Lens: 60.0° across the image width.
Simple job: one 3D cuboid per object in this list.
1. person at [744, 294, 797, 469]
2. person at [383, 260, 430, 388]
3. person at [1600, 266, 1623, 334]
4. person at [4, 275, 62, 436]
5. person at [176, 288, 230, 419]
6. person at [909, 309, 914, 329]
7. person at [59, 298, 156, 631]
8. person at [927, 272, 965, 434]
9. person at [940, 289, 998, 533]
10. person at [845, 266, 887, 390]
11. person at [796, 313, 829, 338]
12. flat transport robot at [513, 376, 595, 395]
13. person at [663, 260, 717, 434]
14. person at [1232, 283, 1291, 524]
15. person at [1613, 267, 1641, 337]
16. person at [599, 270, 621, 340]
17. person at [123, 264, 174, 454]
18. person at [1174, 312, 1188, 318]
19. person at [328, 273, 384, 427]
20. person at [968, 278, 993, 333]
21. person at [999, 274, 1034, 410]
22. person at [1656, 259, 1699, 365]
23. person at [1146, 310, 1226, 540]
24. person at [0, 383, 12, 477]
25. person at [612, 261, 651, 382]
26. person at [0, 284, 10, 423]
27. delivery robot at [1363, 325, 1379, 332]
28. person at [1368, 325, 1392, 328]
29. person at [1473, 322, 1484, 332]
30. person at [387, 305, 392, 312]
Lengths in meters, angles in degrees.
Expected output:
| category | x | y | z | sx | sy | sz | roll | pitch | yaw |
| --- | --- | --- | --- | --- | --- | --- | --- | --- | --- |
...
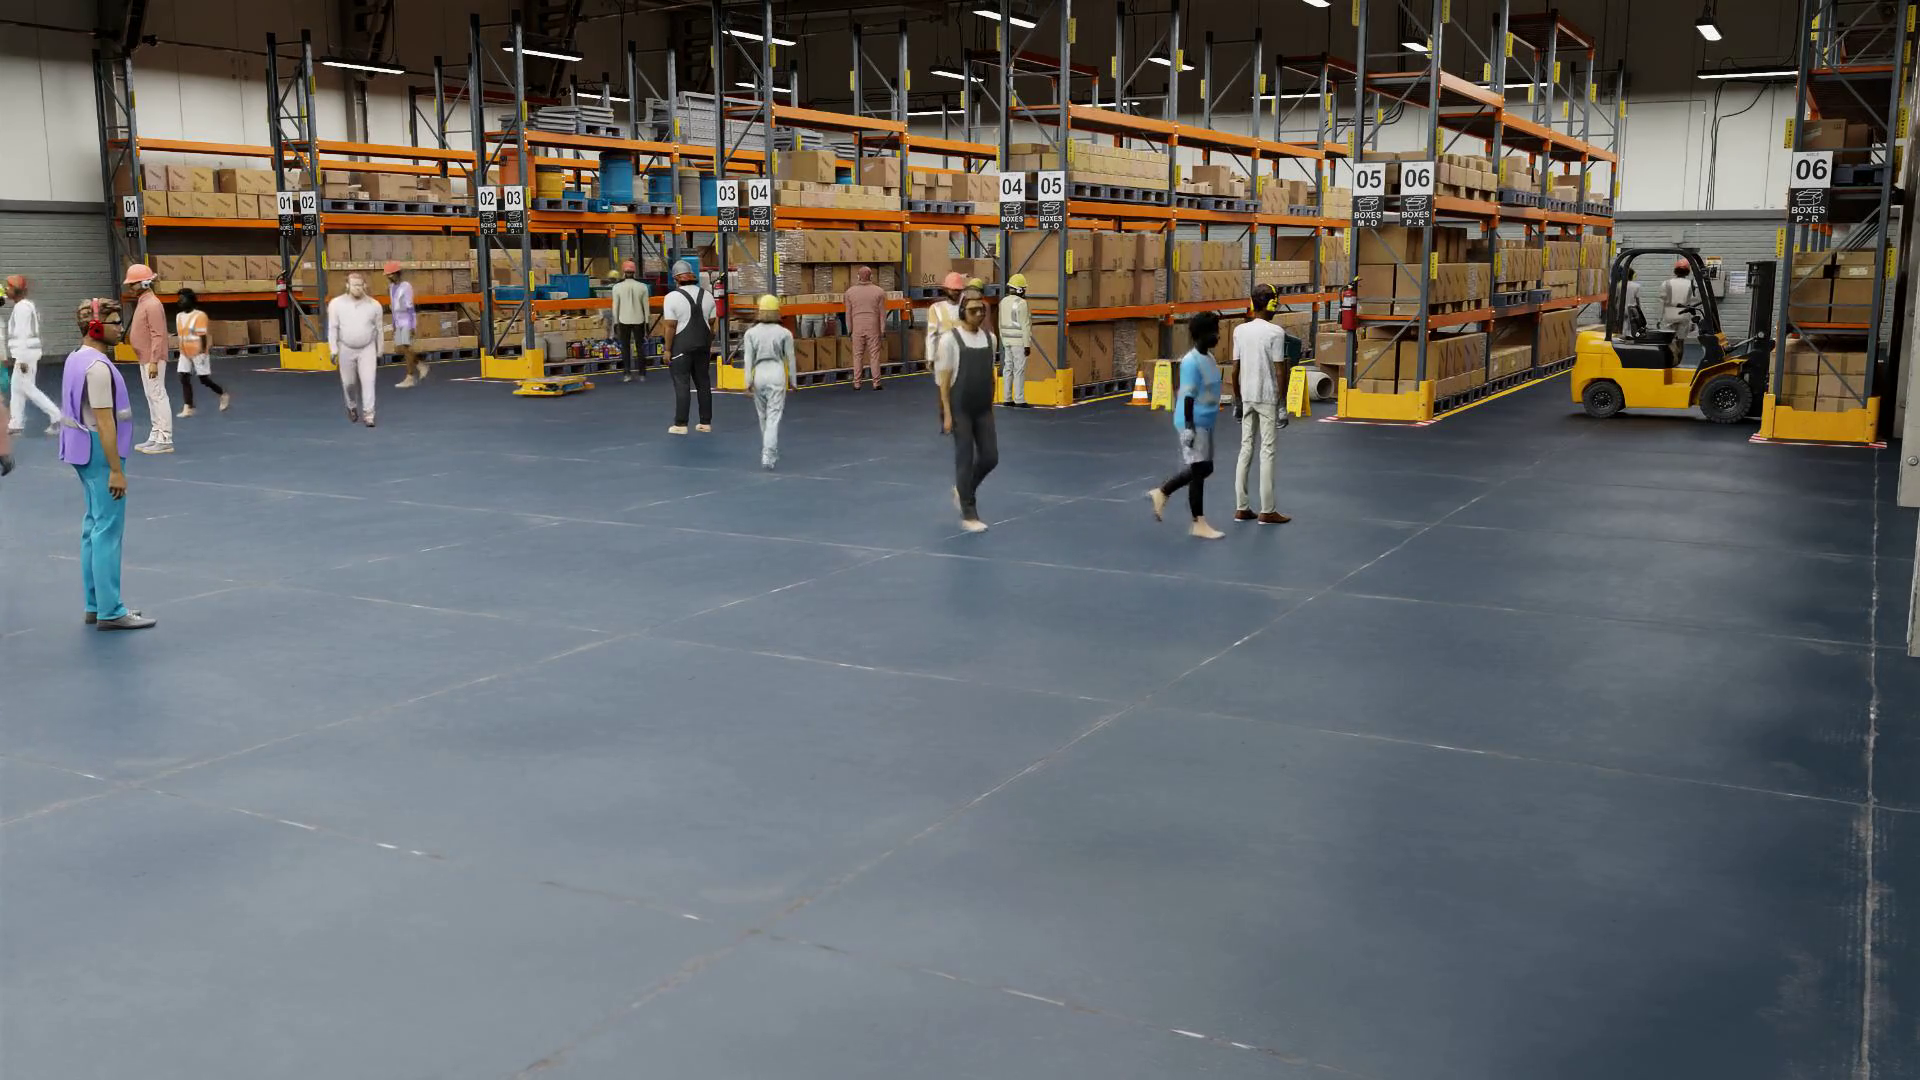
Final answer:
| category | x | y | z | sx | sy | sz | roll | pitch | yaw |
| --- | --- | --- | --- | --- | --- | --- | --- | --- | --- |
| person | -1.881 | -1.565 | 16.396 | 0.490 | 1.705 | 0.894 | 1 | 10 | 5 |
| person | -8.729 | -3.405 | 26.270 | 0.686 | 2.009 | 0.673 | 8 | 13 | 40 |
| person | 13.967 | -4.883 | 35.339 | 0.998 | 1.859 | 0.612 | 8 | 13 | 40 |
| person | -10.732 | -2.116 | 19.152 | 0.768 | 1.868 | 0.592 | -5 | 11 | -27 |
| person | -9.823 | -2.415 | 21.454 | 0.538 | 1.678 | 0.663 | 4 | 10 | 22 |
| person | -1.455 | -6.614 | 45.259 | 0.363 | 1.939 | 0.542 | 6 | 11 | 32 |
| person | -4.788 | -0.418 | 9.254 | 0.373 | 1.843 | 0.571 | -8 | 12 | -37 |
| person | -0.106 | -2.123 | 19.123 | 0.559 | 1.896 | 0.984 | -1 | 10 | -5 |
| person | 0.049 | -0.977 | 12.578 | 0.516 | 1.831 | 0.505 | -6 | 11 | -30 |
| person | -1.448 | -3.258 | 25.738 | 0.649 | 1.910 | 0.405 | 1 | 10 | 3 |
| person | -2.614 | -3.924 | 29.547 | 0.625 | 1.931 | 0.369 | 0 | 10 | -2 |
| flat transport robot | -6.104 | -2.328 | 25.045 | 0.652 | 0.197 | 1.431 | 2 | 10 | 12 |
| person | -3.216 | -2.265 | 19.503 | 0.672 | 2.000 | 0.536 | -9 | 13 | -41 |
| person | 2.342 | -1.054 | 12.930 | 0.329 | 1.865 | 0.514 | -9 | 13 | -42 |
| person | 13.569 | -4.624 | 33.909 | 0.515 | 1.845 | 0.775 | 4 | 10 | 21 |
| person | -6.938 | -4.527 | 33.501 | 0.595 | 1.789 | 0.919 | 4 | 11 | 24 |
| person | -8.564 | -1.911 | 17.572 | 0.383 | 1.992 | 0.609 | -7 | 12 | -36 |
| person | 5.492 | -5.714 | 40.947 | 0.786 | 1.607 | 0.518 | 4 | 10 | 21 |
| person | -7.410 | -2.343 | 20.443 | 0.641 | 1.877 | 0.859 | -3 | 10 | -17 |
| person | 0.217 | -3.006 | 24.672 | 0.546 | 1.755 | 0.528 | 5 | 11 | 28 |
| person | 0.775 | -2.683 | 22.557 | 0.404 | 1.831 | 0.601 | -6 | 12 | -33 |
| person | 12.330 | -3.810 | 28.588 | 0.655 | 2.024 | 0.480 | 3 | 10 | 18 |
| person | 1.686 | -0.857 | 12.301 | 0.619 | 1.682 | 0.549 | 5 | 11 | 27 |
| person | -6.154 | -0.555 | 10.023 | 0.669 | 1.853 | 1.011 | -1 | 10 | -5 |
| person | -5.449 | -3.623 | 27.587 | 0.622 | 1.992 | 0.396 | -3 | 10 | -18 |
| person | -11.763 | -2.251 | 20.265 | 0.415 | 1.750 | 0.540 | -8 | 12 | -38 |
| delivery robot | 9.392 | -4.647 | 37.517 | 0.707 | 0.478 | 0.477 | 0 | 10 | 1 |
| person | 7.982 | -4.284 | 31.726 | 0.575 | 1.894 | 0.964 | 3 | 10 | 18 |
| person | 10.277 | -4.392 | 32.342 | 0.638 | 1.910 | 0.407 | 3 | 10 | 18 |
| person | -11.981 | -4.971 | 35.602 | 0.505 | 1.944 | 0.616 | -10 | 14 | -44 |
